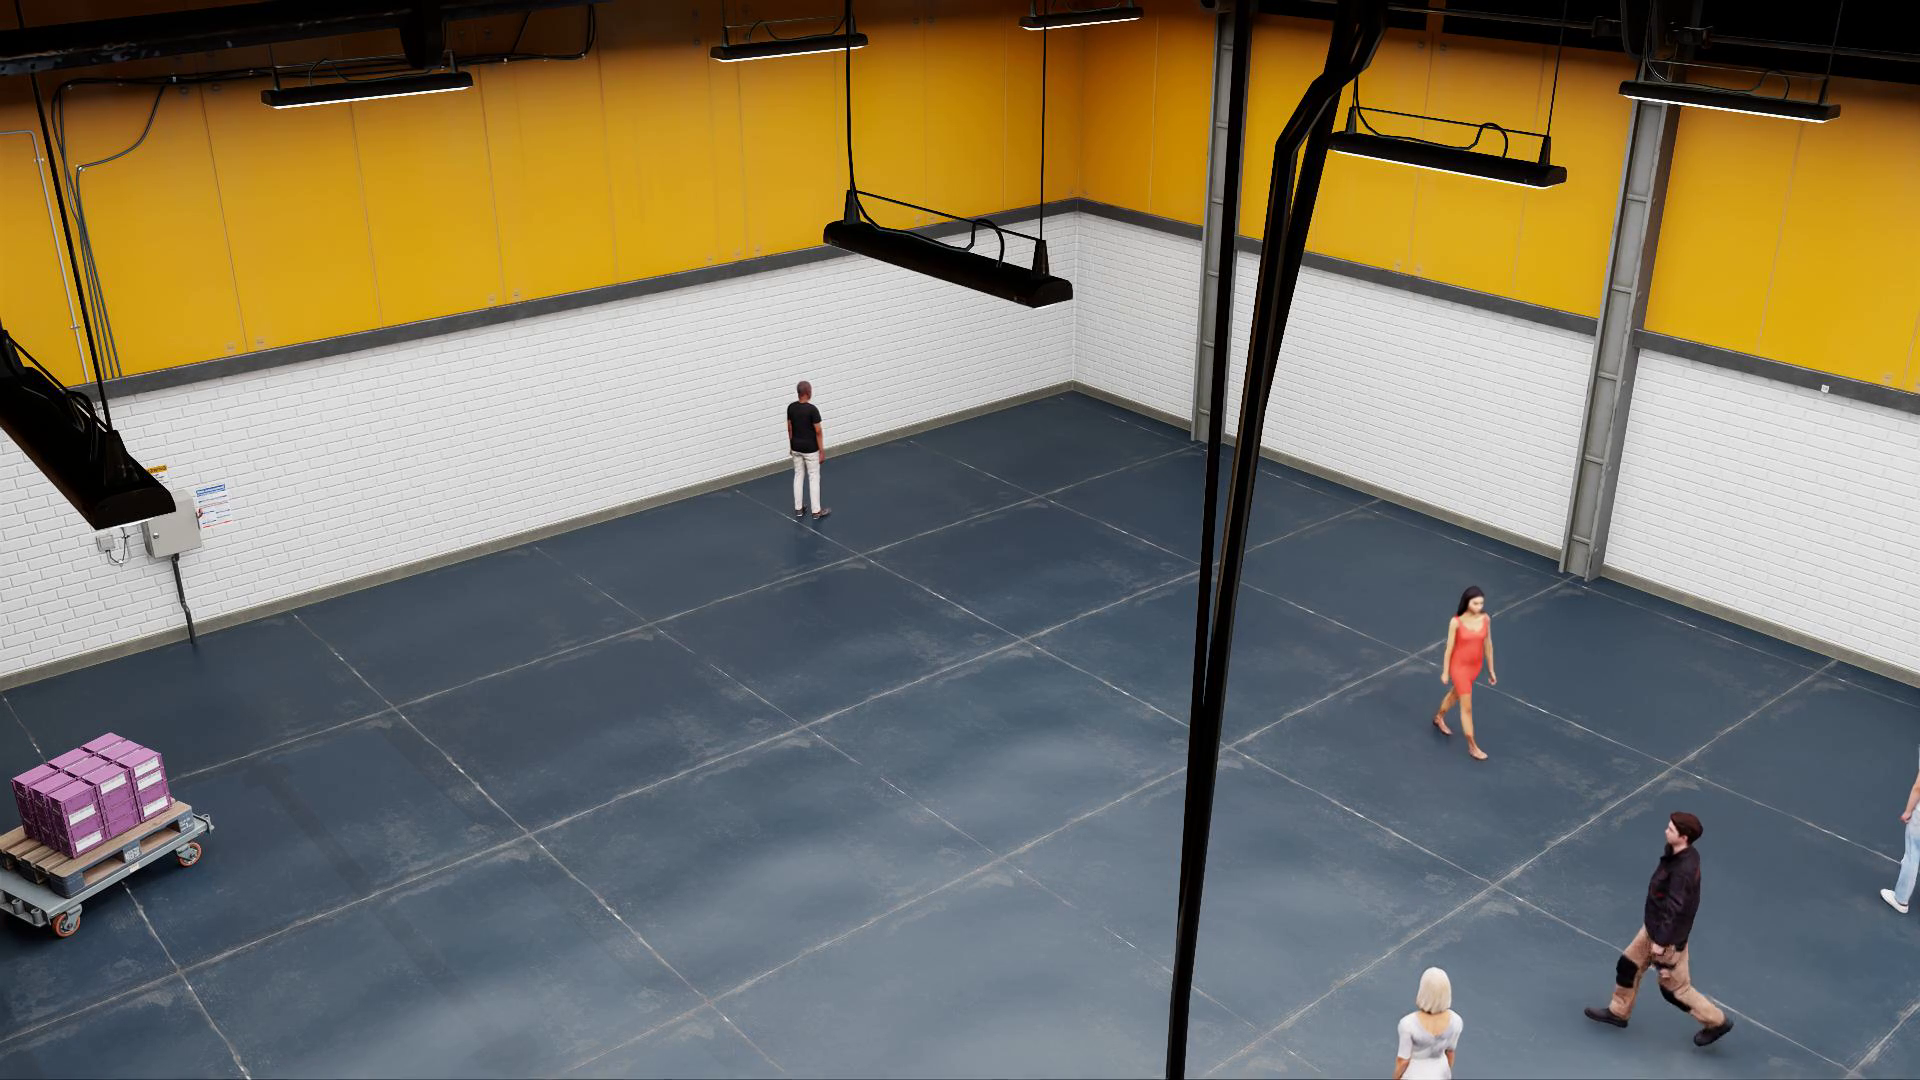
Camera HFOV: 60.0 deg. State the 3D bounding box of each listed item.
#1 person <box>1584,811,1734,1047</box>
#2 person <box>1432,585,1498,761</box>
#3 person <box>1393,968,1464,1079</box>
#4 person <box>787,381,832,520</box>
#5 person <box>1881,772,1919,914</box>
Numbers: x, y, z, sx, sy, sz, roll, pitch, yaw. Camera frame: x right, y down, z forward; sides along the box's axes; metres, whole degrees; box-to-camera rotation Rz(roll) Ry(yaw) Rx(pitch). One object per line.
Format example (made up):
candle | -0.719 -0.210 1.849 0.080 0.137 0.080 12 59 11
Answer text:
person | 5.207 2.860 12.020 1.310 1.887 1.151 6 24 13
person | 4.832 1.216 16.057 0.858 1.667 1.192 -9 25 -19
person | 2.995 3.501 10.724 0.645 1.752 0.668 -3 24 -7
person | -1.983 -1.156 21.313 0.682 1.802 0.808 12 26 25
person | 7.964 2.207 13.558 0.719 1.851 0.763 1 24 1
